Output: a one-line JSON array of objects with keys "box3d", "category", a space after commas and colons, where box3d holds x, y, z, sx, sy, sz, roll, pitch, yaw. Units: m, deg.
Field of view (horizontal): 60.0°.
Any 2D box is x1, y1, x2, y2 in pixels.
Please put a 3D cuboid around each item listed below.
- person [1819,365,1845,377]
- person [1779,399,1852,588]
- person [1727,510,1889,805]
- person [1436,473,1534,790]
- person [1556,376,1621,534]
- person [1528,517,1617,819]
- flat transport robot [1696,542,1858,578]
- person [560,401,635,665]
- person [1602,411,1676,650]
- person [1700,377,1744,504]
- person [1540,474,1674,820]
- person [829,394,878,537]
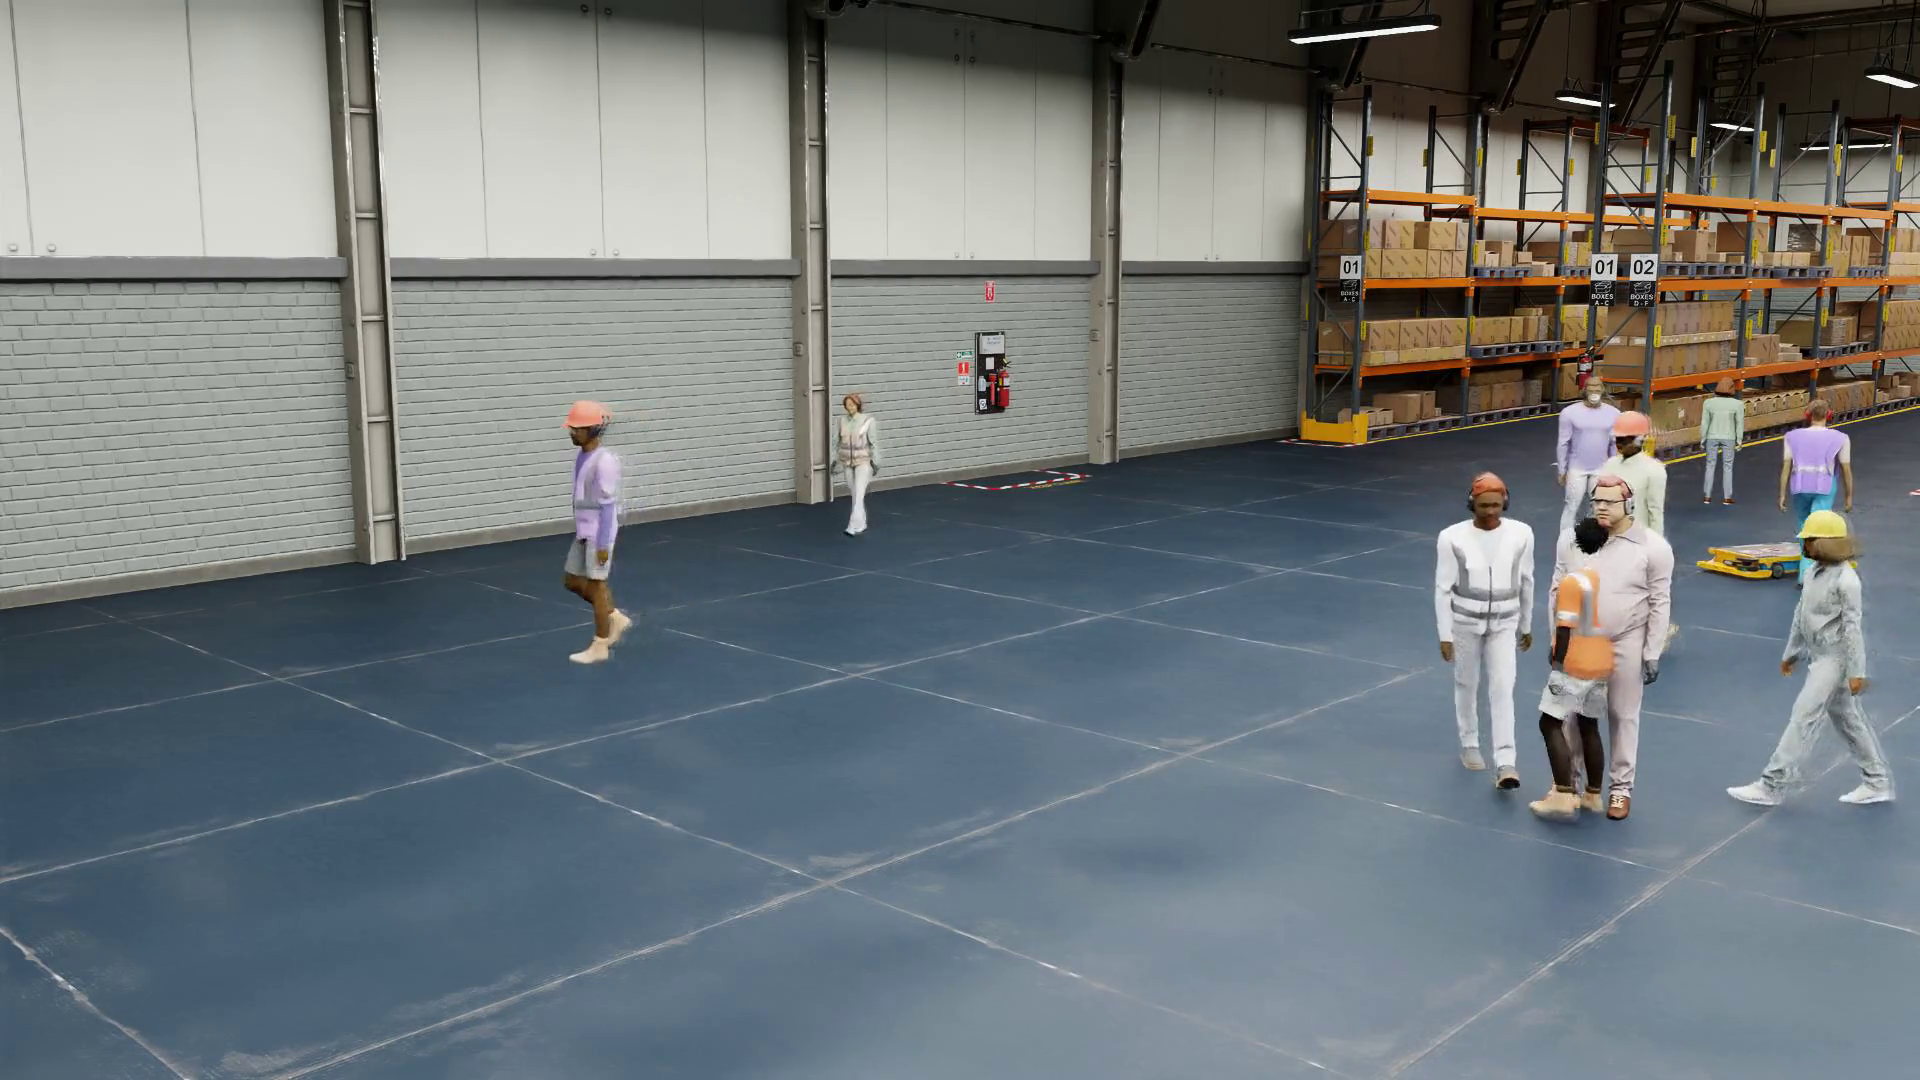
[{"box3d": [19.296, -3.966, 36.889, 0.616, 1.918, 0.987, 8, 12, 40], "category": "person"}, {"box3d": [8.148, -0.446, 15.850, 0.600, 1.792, 1.013, 7, 12, 38], "category": "person"}, {"box3d": [4.852, 0.670, 9.337, 0.896, 1.685, 0.500, 1, 9, 6], "category": "person"}, {"box3d": [3.080, 0.531, 9.728, 0.587, 1.834, 1.000, 1, 9, 8], "category": "person"}, {"box3d": [6.419, -0.715, 17.020, 0.635, 1.937, 0.352, 1, 9, 5], "category": "person"}, {"box3d": [3.423, 0.718, 9.170, 0.612, 1.676, 0.329, -6, 11, -34], "category": "person"}, {"box3d": [8.150, 0.189, 16.581, 1.431, 0.197, 0.652, -4, 10, -21], "category": "flat transport robot"}, {"box3d": [-2.796, -0.054, 12.712, 0.480, 2.030, 0.640, -6, 11, -33], "category": "person"}, {"box3d": [5.142, -0.018, 12.716, 0.942, 1.963, 0.631, -3, 10, -18], "category": "person"}, {"box3d": [9.772, -1.272, 21.343, 0.508, 1.632, 0.265, 6, 11, 33], "category": "person"}, {"box3d": [3.557, 0.585, 9.197, 0.642, 1.909, 0.399, 8, 12, 39], "category": "person"}, {"box3d": [-1.229, -0.836, 18.773, 0.538, 1.593, 0.838, 4, 10, 21], "category": "person"}]
